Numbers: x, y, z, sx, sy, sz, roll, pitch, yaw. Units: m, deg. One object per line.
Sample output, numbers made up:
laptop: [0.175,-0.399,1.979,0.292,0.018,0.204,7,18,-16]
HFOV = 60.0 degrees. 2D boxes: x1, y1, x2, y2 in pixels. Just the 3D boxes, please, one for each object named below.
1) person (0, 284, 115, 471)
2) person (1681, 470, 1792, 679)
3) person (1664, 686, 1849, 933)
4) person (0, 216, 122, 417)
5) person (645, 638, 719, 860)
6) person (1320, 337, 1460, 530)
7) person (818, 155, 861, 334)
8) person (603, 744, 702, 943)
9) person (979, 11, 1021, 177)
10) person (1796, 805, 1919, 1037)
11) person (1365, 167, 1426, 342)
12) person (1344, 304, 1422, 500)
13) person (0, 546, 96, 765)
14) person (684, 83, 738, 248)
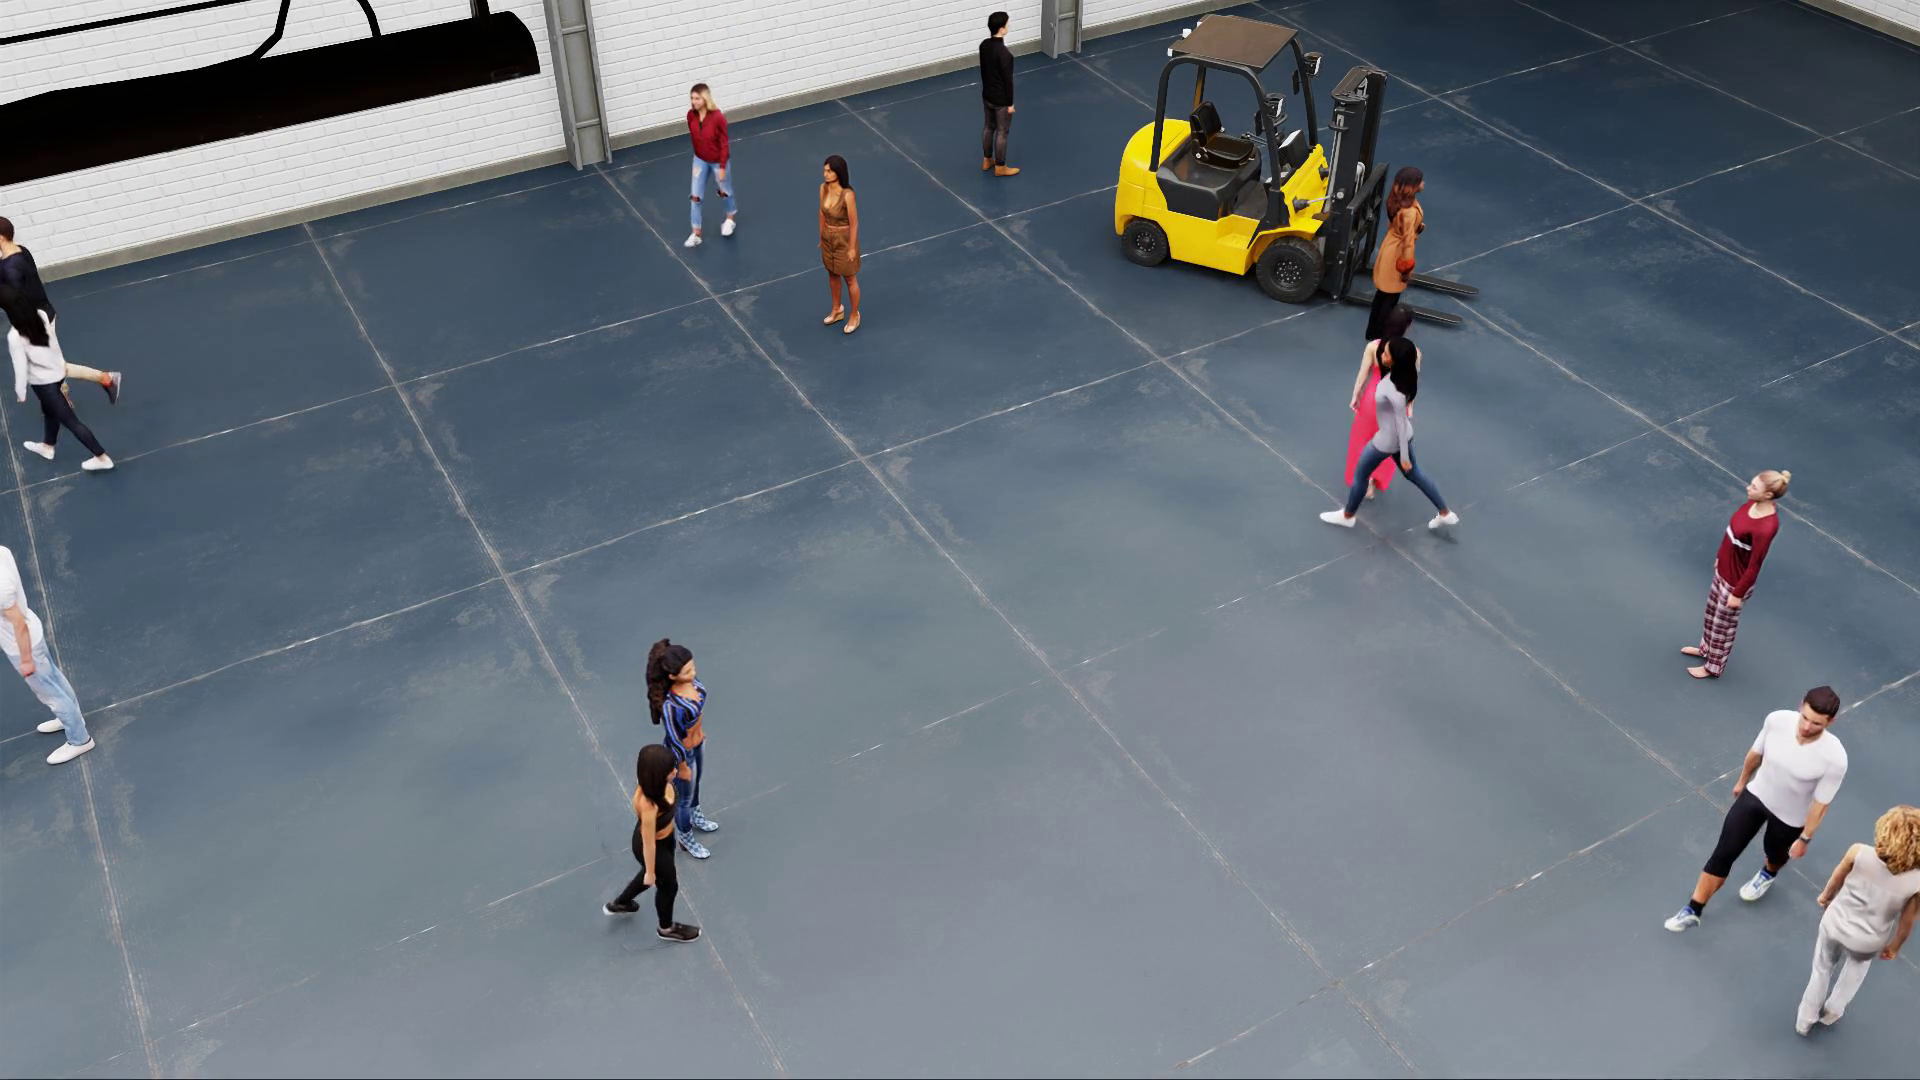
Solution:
person: [-7.044,-1.235,12.978,1.089,1.667,0.935,1,39,1]
person: [5.196,0.220,11.131,0.707,1.698,0.673,6,39,7]
person: [4.691,1.487,9.463,1.230,1.799,0.793,-24,45,-27]
person: [-7.414,-1.791,13.539,1.006,1.835,0.743,-12,40,-15]
person: [-1.642,1.238,9.923,0.739,1.614,0.692,7,39,9]
person: [3.301,-0.695,12.292,1.198,1.679,1.232,15,41,18]
person: [-1.059,-2.617,14.690,0.632,1.689,0.612,28,46,31]
person: [-1.767,1.701,9.339,0.906,1.621,0.773,-4,39,-5]
person: [0.388,-4.604,17.152,0.553,1.722,0.655,-23,44,-26]
person: [4.733,2.092,8.823,0.694,1.652,0.724,23,44,26]
person: [3.791,-2.442,14.447,0.766,1.720,0.784,-2,39,-2]
person: [3.218,-0.970,12.605,0.848,1.718,0.914,9,40,12]
person: [-5.918,0.616,10.512,0.516,1.851,0.645,-19,43,-23]
person: [-2.353,-3.678,16.087,0.945,1.604,1.029,11,40,14]
